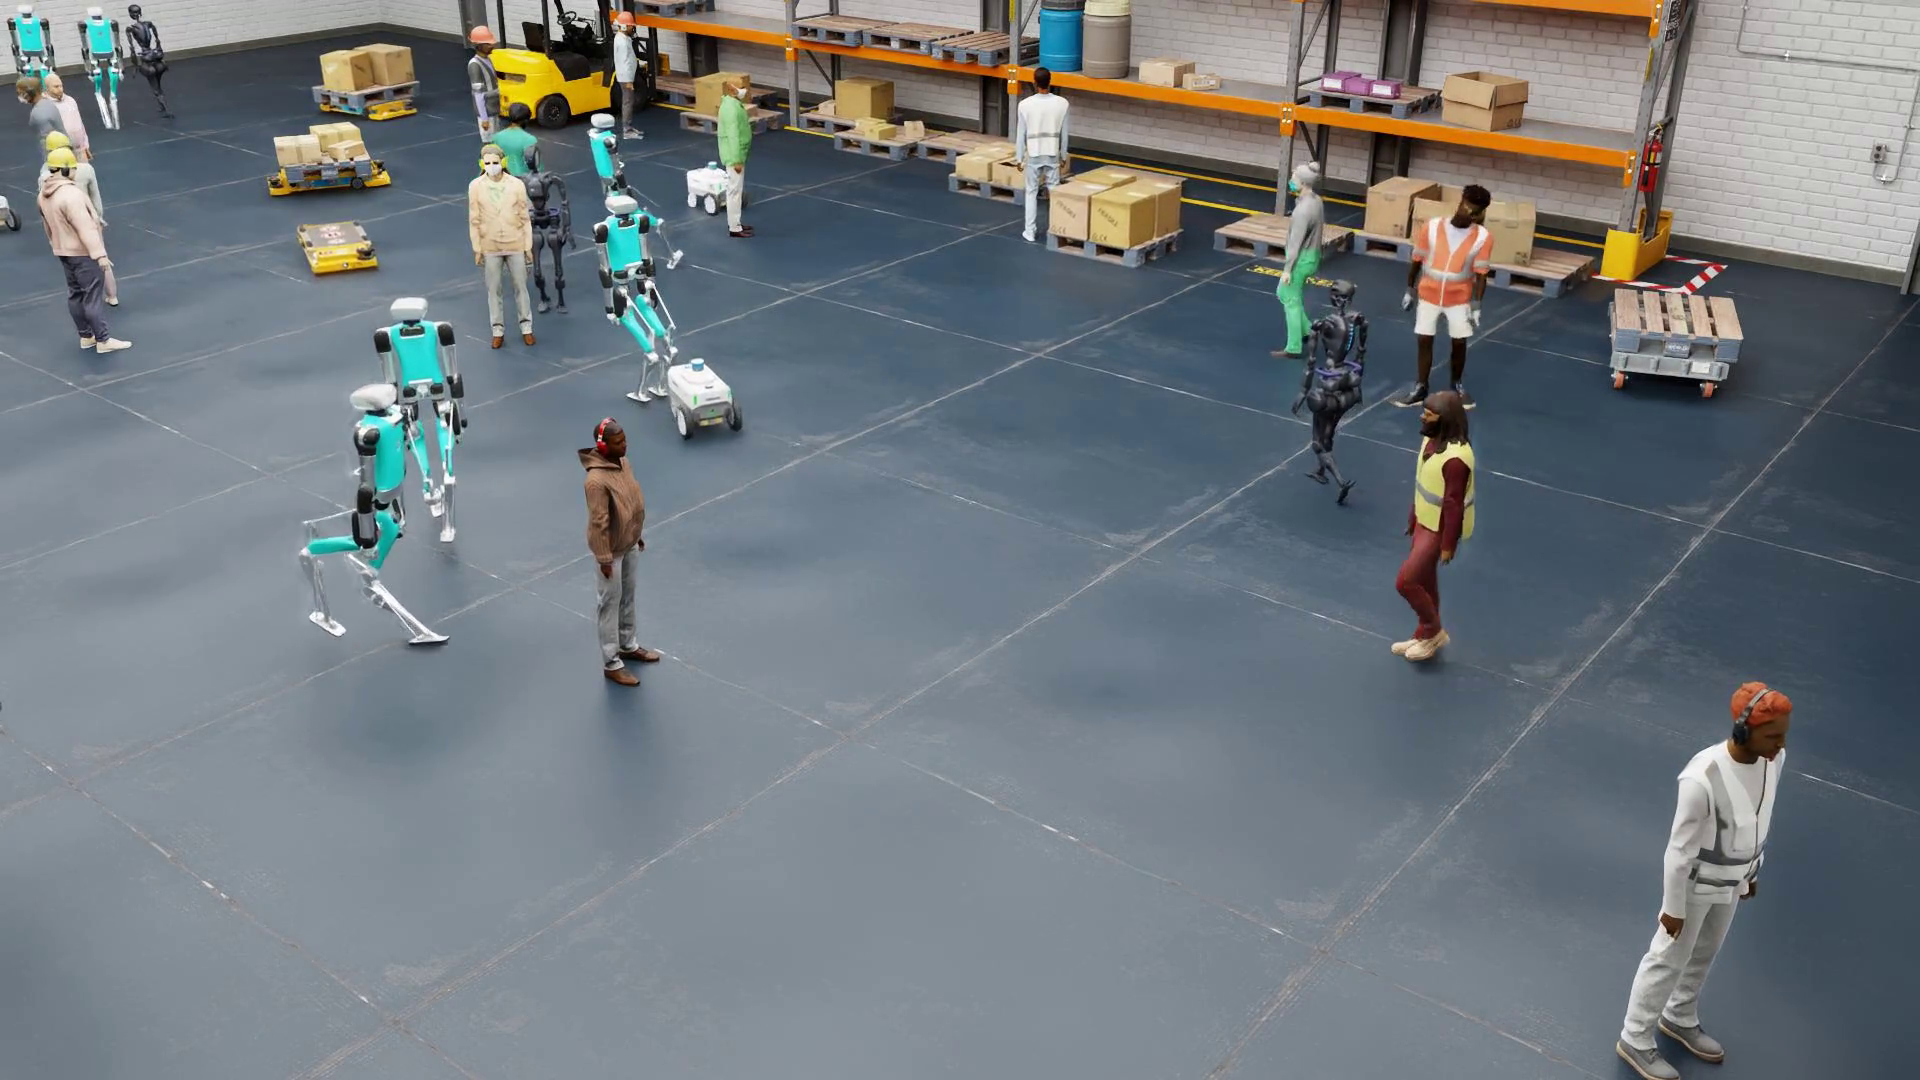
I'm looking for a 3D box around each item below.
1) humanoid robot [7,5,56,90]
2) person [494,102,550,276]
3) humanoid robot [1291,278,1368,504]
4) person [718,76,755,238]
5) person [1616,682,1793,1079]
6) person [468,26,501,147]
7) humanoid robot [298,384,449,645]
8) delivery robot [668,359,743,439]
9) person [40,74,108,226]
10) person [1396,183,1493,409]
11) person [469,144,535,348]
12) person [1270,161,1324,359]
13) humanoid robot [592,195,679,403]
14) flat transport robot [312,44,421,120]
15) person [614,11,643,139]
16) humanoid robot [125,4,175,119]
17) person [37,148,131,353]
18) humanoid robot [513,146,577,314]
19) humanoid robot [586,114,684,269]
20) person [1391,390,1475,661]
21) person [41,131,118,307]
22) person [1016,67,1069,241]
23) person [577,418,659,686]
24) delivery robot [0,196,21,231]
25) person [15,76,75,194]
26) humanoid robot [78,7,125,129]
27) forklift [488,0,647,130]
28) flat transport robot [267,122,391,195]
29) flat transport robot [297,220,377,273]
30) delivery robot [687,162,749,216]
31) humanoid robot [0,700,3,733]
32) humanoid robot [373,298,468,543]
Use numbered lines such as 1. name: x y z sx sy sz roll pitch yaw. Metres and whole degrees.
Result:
1. humanoid robot: -13.379 -6.855 24.143 0.569 1.827 0.791 -11 28 -21
2. person: -4.540 -3.669 17.394 0.525 1.814 0.769 10 27 19
3. humanoid robot: 2.804 -1.122 12.289 0.610 1.635 0.638 -13 29 -26
4. person: -2.532 -4.332 18.802 0.383 1.781 0.549 -3 26 -7
5. person: 3.074 1.401 6.829 0.569 1.877 0.348 -16 30 -29
6. person: -5.769 -5.266 20.441 0.377 2.041 0.615 -1 26 -1
7. humanoid robot: -3.778 -0.114 10.192 1.040 1.775 0.539 3 26 6
8. delivery robot: -2.132 -1.177 13.695 0.499 0.608 0.786 -12 28 -24
9. person: -10.216 -4.431 19.016 0.412 1.776 0.536 14 29 26
10. person: 4.054 -2.012 13.829 0.722 1.933 0.381 10 28 20
11. person: -4.218 -2.714 15.347 0.553 1.877 0.411 -7 27 -13
12. person: 3.031 -2.519 14.998 0.418 1.820 0.539 12 28 23
13. humanoid robot: -2.638 -1.982 13.892 0.713 1.715 0.530 23 34 39
14. flat transport robot: -8.960 -6.575 25.187 1.431 0.231 0.659 16 30 30
15. person: -4.671 -6.544 23.430 0.352 1.742 0.572 -6 26 -12
16. humanoid robot: -12.027 -7.086 24.642 0.526 1.645 0.586 11 28 21
17. person: -8.065 -2.631 15.188 0.802 1.860 0.418 17 31 31
18. humanoid robot: -4.051 -3.034 16.247 0.589 1.647 0.366 -2 26 -4
19. humanoid robot: -3.338 -3.610 17.394 1.015 1.753 0.561 -17 31 -32
20. person: 2.827 -0.064 9.992 0.458 1.751 0.500 -2 26 -3
21. person: -8.640 -3.111 16.290 0.304 1.770 0.524 18 31 33
22. person: 0.920 -4.297 18.589 0.593 1.910 0.384 -4 26 -8
23. person: -2.043 0.052 9.869 0.327 1.651 0.458 7 27 15
24. delivery robot: -11.238 -3.796 19.109 0.771 0.599 0.519 18 31 32
25. person: -9.878 -4.099 18.157 0.439 1.917 0.665 -8 27 -15
26. humanoid robot: -12.289 -6.710 23.902 0.566 1.888 0.743 -16 30 -30
27. forklift: -5.874 -7.334 24.552 1.214 2.155 2.313 19 32 34
28. flat transport robot: -8.011 -4.597 21.090 1.431 0.231 0.659 -11 28 -21
29. flat transport robot: -6.850 -3.228 18.255 0.659 0.231 1.431 -12 28 -23
30. delivery robot: -2.947 -4.231 20.020 0.499 0.609 0.805 -23 34 -39
31. humanoid robot: -4.980 0.914 8.050 0.824 1.817 0.538 5 26 9
32. humanoid robot: -3.674 -0.753 11.458 0.549 1.725 1.027 -6 26 -13
